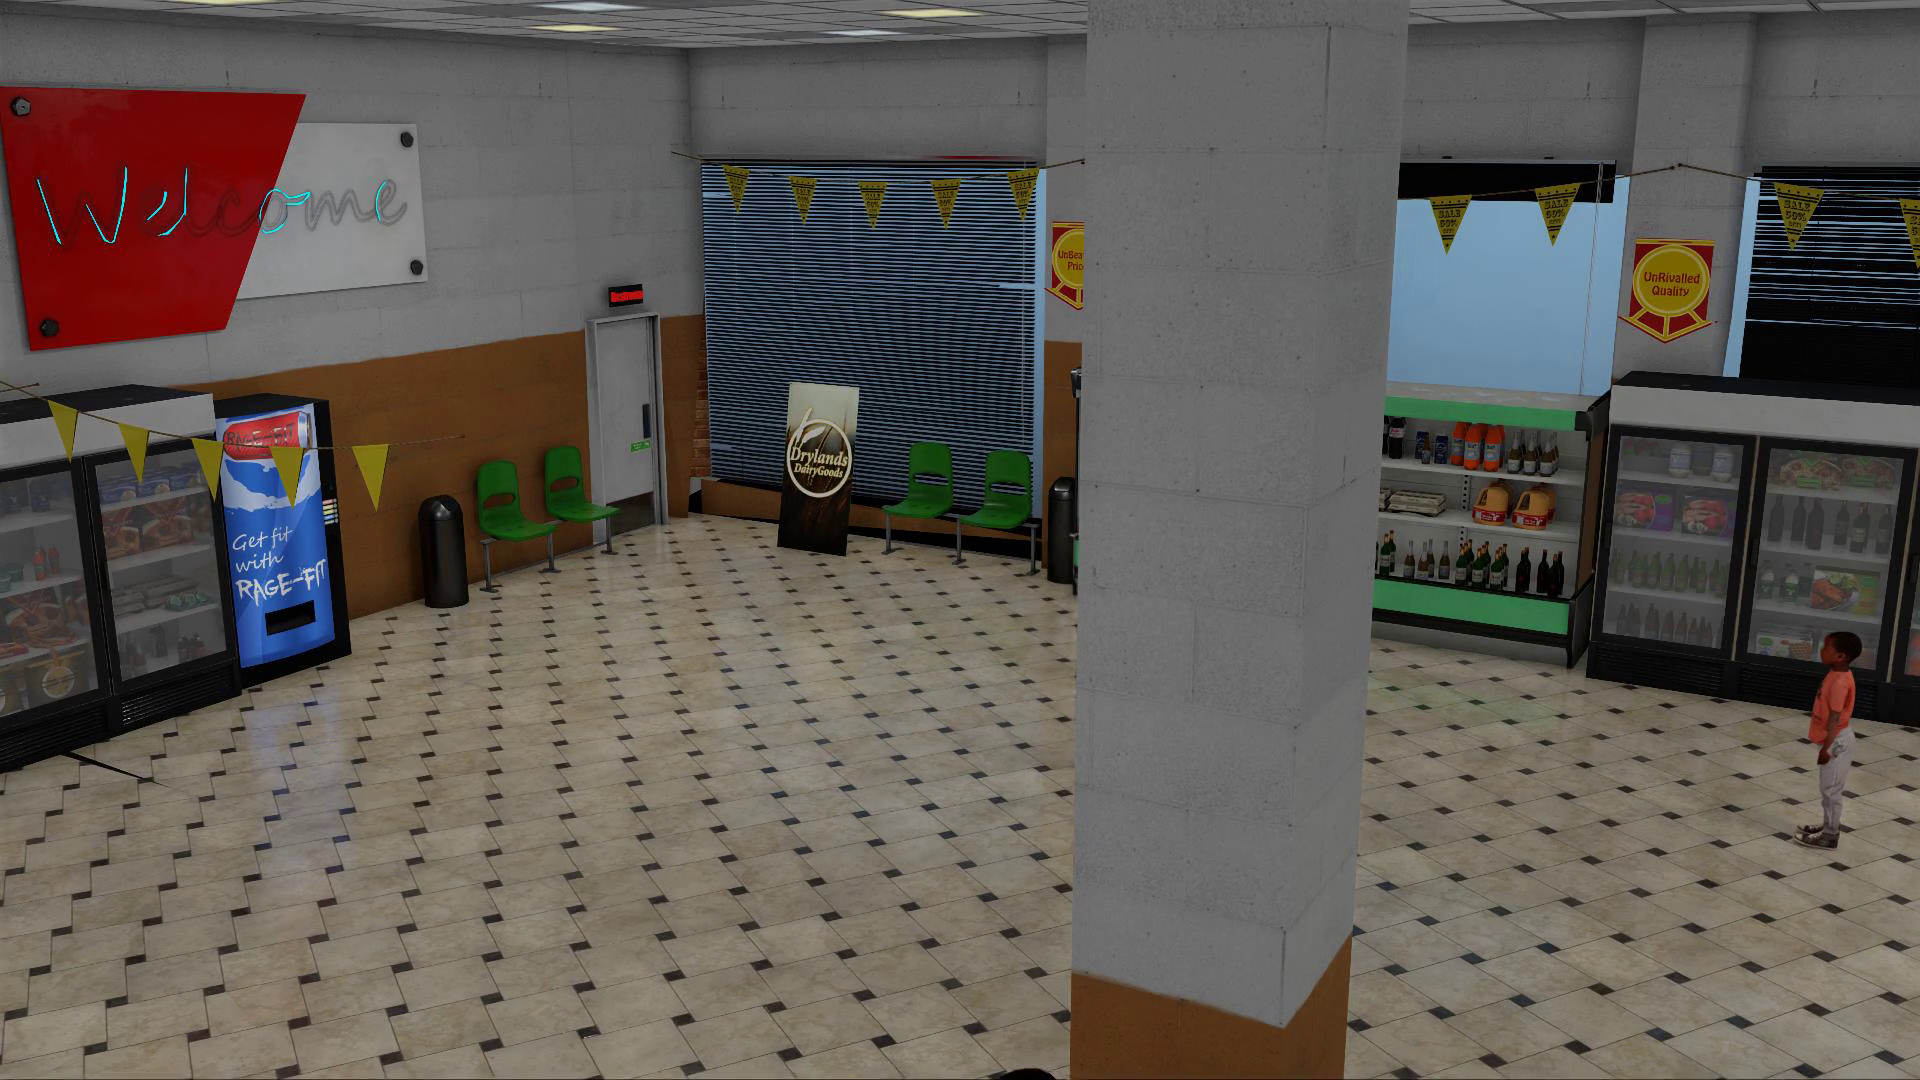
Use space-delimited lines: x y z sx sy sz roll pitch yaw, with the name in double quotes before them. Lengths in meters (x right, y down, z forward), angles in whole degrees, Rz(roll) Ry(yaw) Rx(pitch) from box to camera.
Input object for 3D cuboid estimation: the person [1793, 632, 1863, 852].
"person" 5.158 1.171 9.792 0.477 1.310 0.477 7 15 26
